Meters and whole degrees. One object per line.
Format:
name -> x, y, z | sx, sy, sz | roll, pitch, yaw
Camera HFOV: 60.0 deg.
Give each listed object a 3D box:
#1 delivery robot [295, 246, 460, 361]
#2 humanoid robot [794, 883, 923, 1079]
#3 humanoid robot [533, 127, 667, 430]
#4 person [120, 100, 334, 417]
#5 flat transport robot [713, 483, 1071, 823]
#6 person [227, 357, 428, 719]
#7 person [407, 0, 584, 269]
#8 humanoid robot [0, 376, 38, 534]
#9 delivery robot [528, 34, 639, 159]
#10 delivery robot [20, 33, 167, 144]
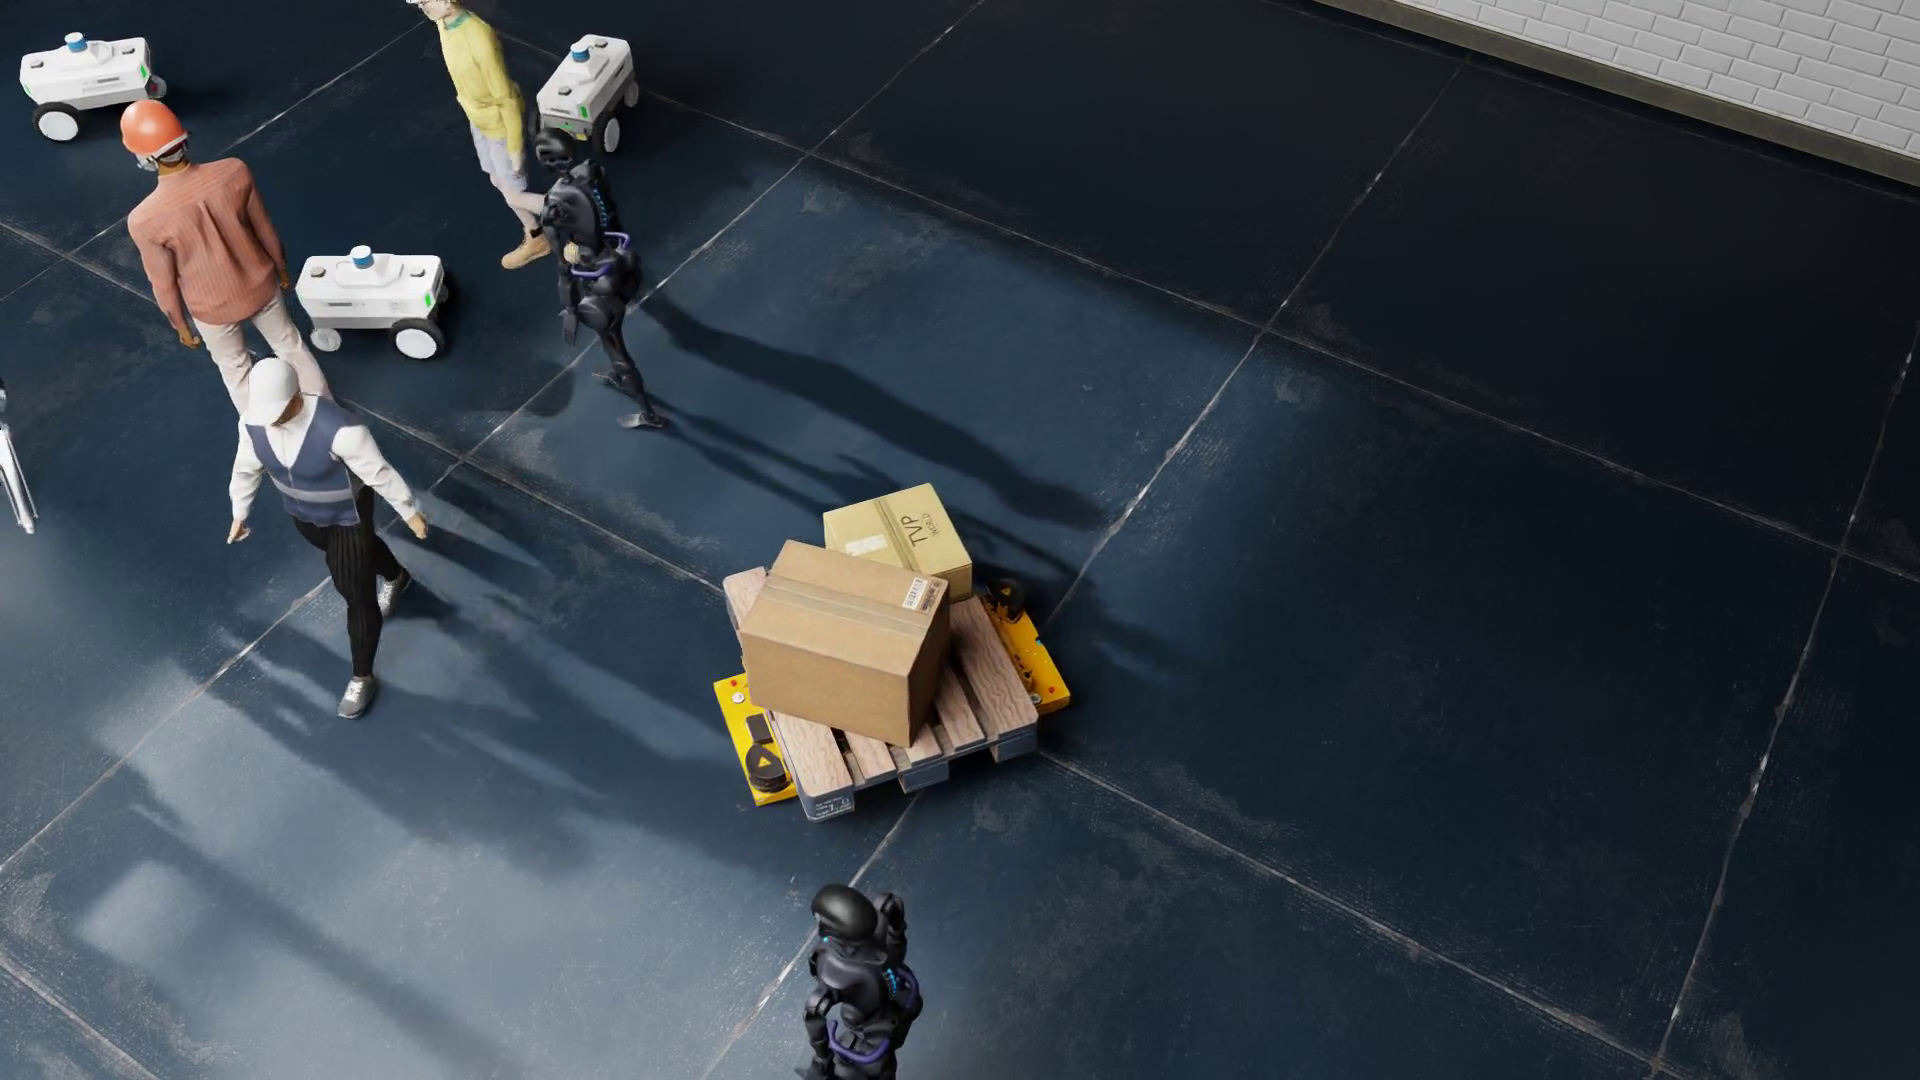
delivery robot -> -3.053, -1.279, 8.751 | 0.805, 0.606, 0.499 | 0, 49, 0
humanoid robot -> -0.328, 1.597, 5.480 | 0.338, 1.646, 0.609 | 22, 52, 18
humanoid robot -> -1.715, -1.246, 7.984 | 0.545, 1.625, 0.596 | 15, 51, 13
person -> -3.390, -1.157, 7.692 | 0.403, 1.985, 0.621 | 36, 58, 27
flat transport robot -> -0.300, 0.644, 7.252 | 1.431, 0.231, 0.659 | -17, 51, -14
person -> -2.651, -0.077, 6.922 | 0.758, 1.711, 0.882 | 13, 50, 11
person -> -2.406, -2.201, 8.685 | 0.592, 1.859, 0.516 | -32, 56, -25
humanoid robot -> -4.694, -0.814, 7.584 | 0.553, 1.795, 0.901 | -23, 53, -19
delivery robot -> -2.239, -2.691, 9.977 | 0.499, 0.593, 0.795 | 12, 50, 11
delivery robot -> -5.249, -2.777, 10.049 | 0.790, 0.589, 0.499 | -13, 50, -11
